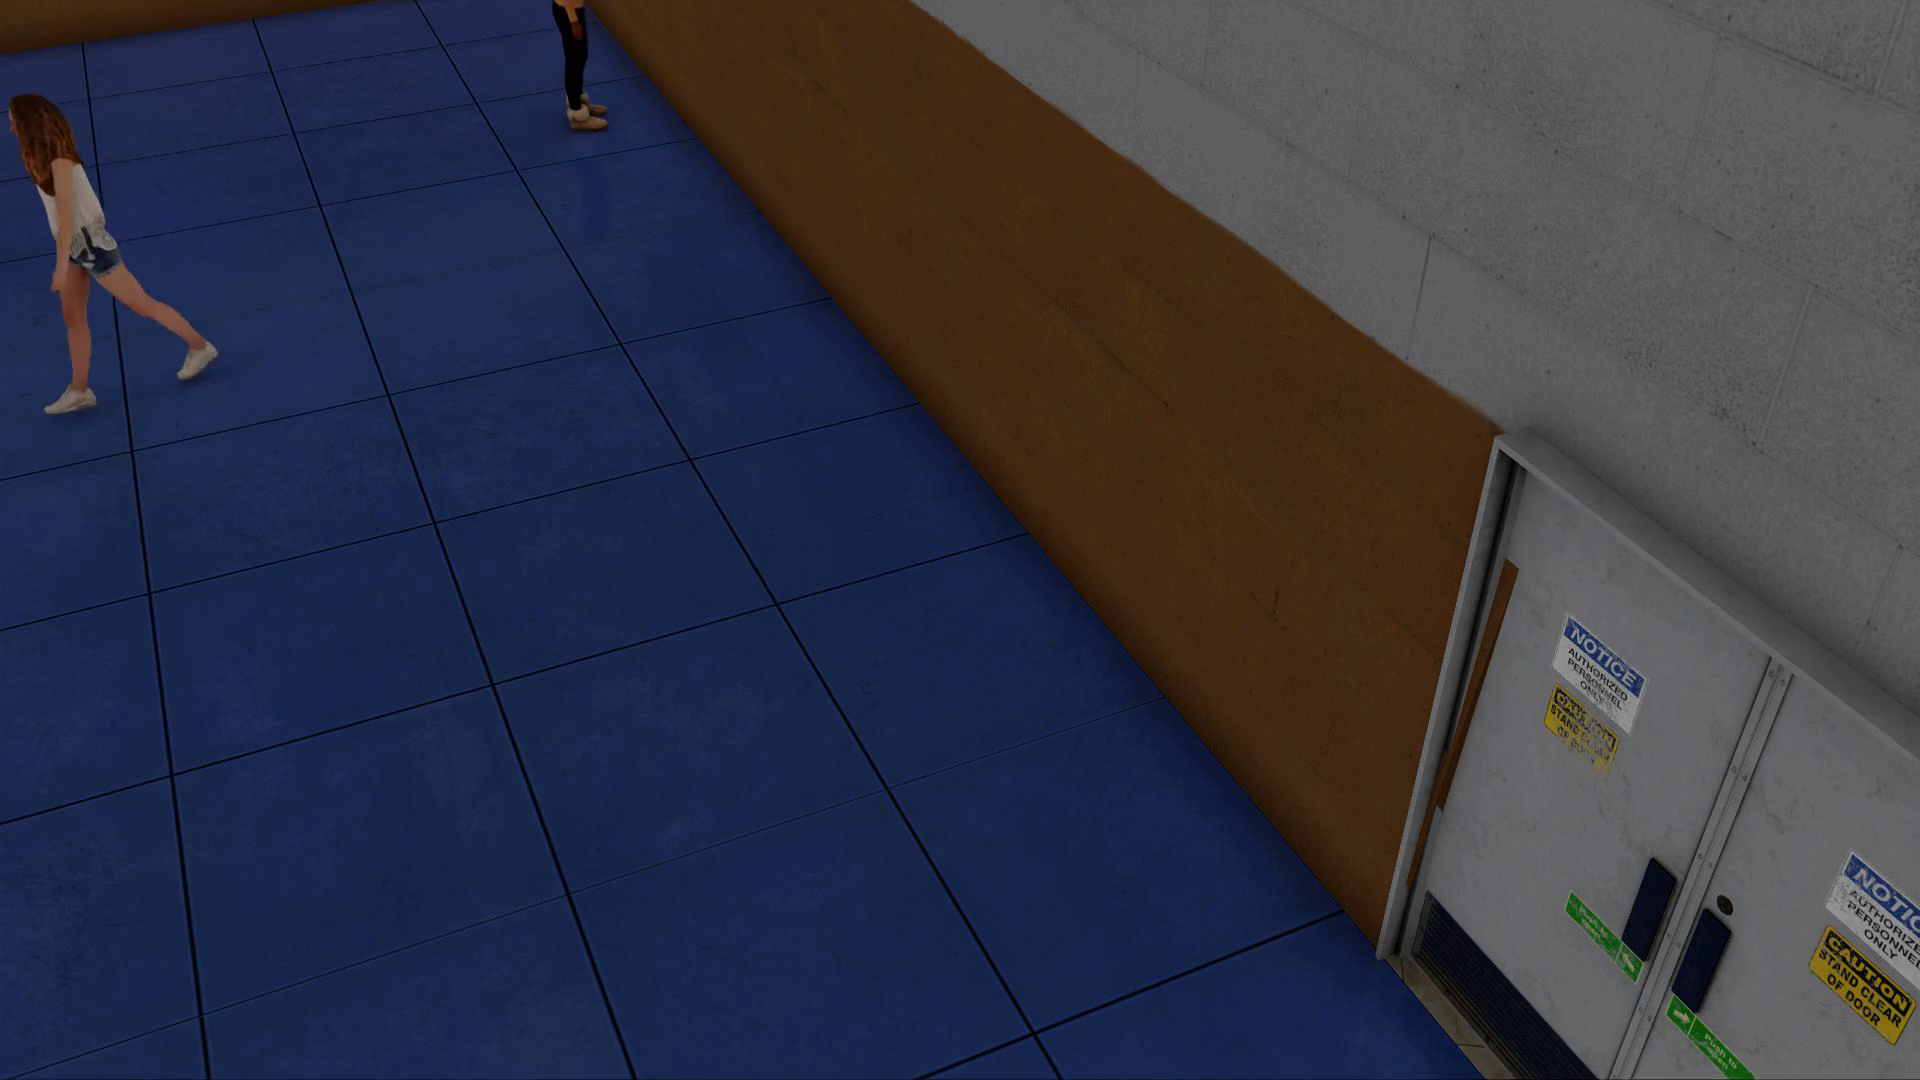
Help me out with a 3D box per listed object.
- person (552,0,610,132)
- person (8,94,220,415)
[{"bbox_3d":[-2.786,-3.728,11.806,0.622,1.659,0.649,-7,37,-9],"label":"person"},{"bbox_3d":[-4.490,-1.518,8.820,1.225,1.709,0.825,-29,46,-33],"label":"person"}]
